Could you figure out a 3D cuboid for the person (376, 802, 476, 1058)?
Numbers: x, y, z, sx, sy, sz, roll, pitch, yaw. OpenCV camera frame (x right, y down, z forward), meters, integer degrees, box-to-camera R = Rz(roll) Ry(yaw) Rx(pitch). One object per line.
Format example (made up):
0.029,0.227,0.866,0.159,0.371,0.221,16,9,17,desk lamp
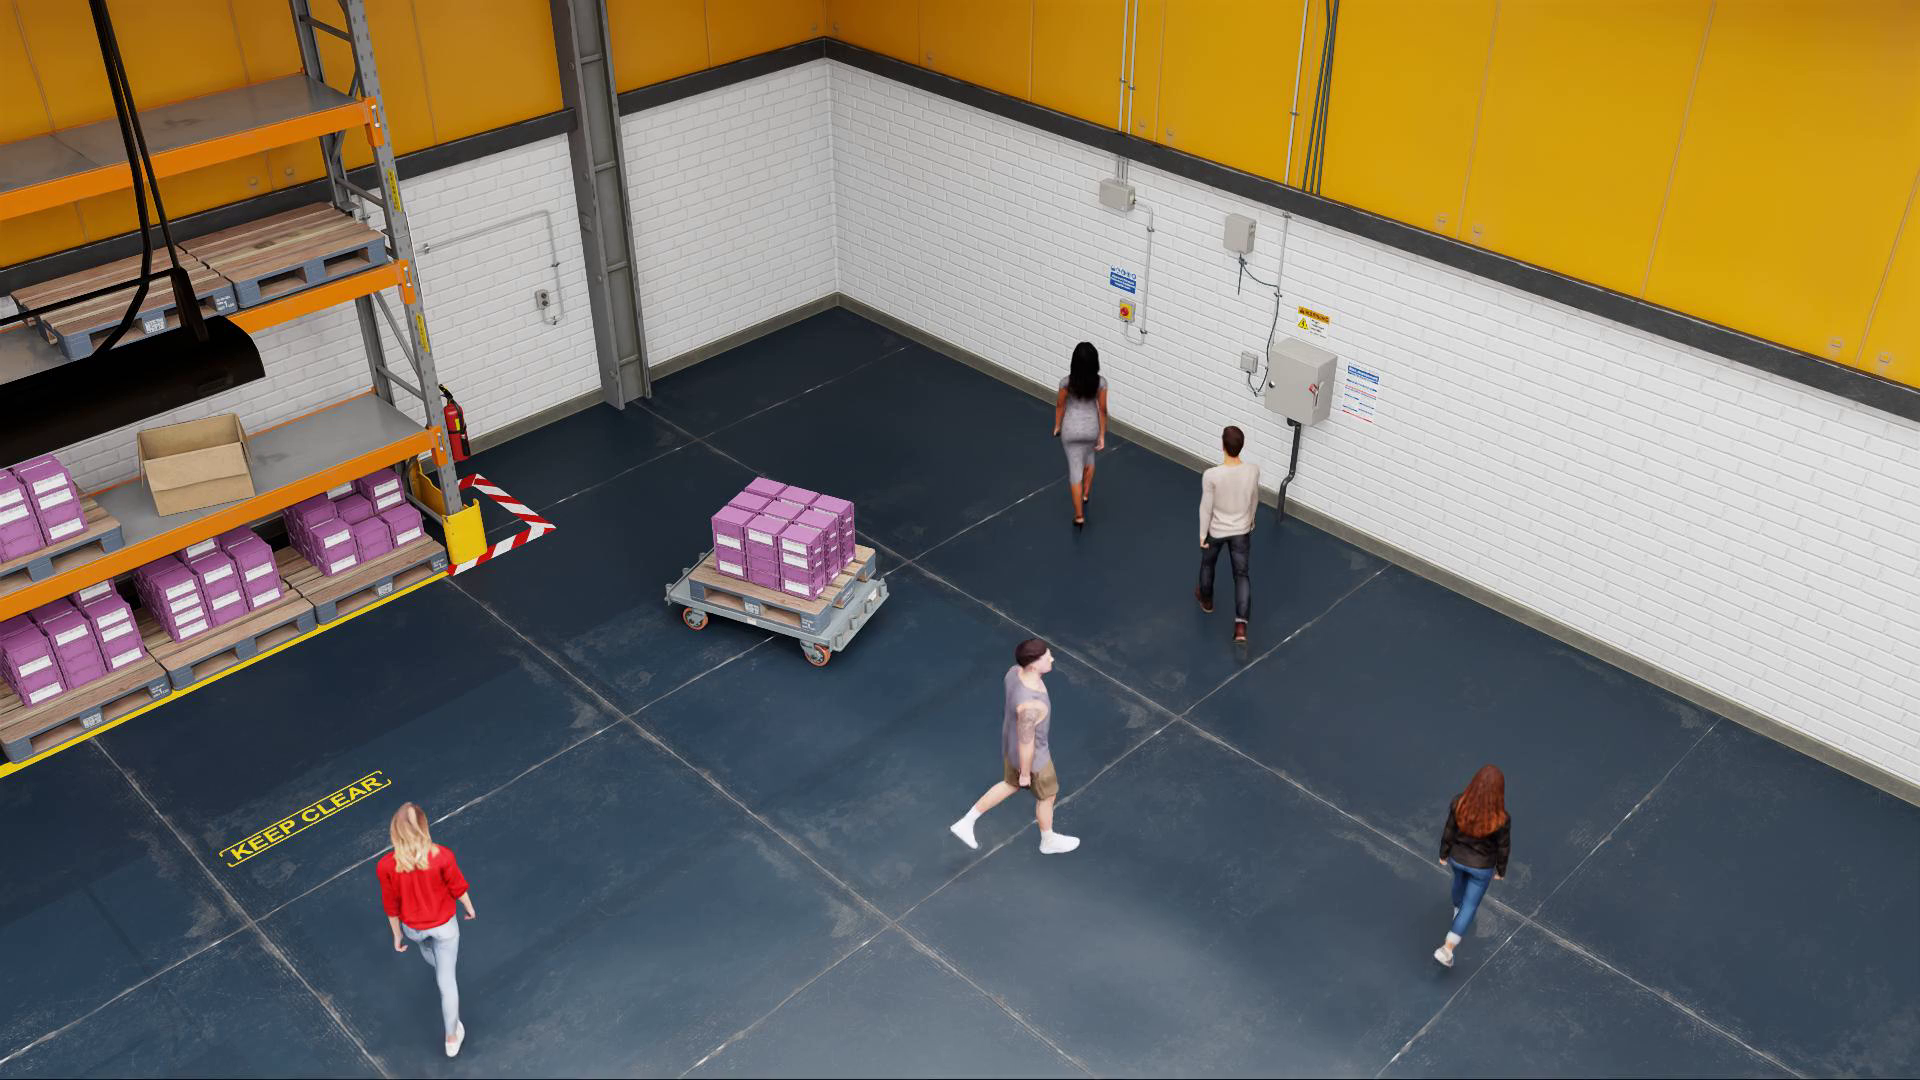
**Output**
-3.127,2.340,9.809,1.137,1.654,1.097,-6,34,-9,person

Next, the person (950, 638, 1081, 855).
0.356,1.374,10.880,1.211,1.826,1.005,-7,34,-11,person

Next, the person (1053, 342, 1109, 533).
1.070,-0.860,14.526,0.850,1.762,0.891,-4,34,-6,person

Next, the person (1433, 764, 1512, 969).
3.192,2.038,10.438,0.671,1.461,0.986,22,39,29,person

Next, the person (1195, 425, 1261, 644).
2.161,-0.025,13.200,1.188,1.838,1.186,-3,34,-4,person
